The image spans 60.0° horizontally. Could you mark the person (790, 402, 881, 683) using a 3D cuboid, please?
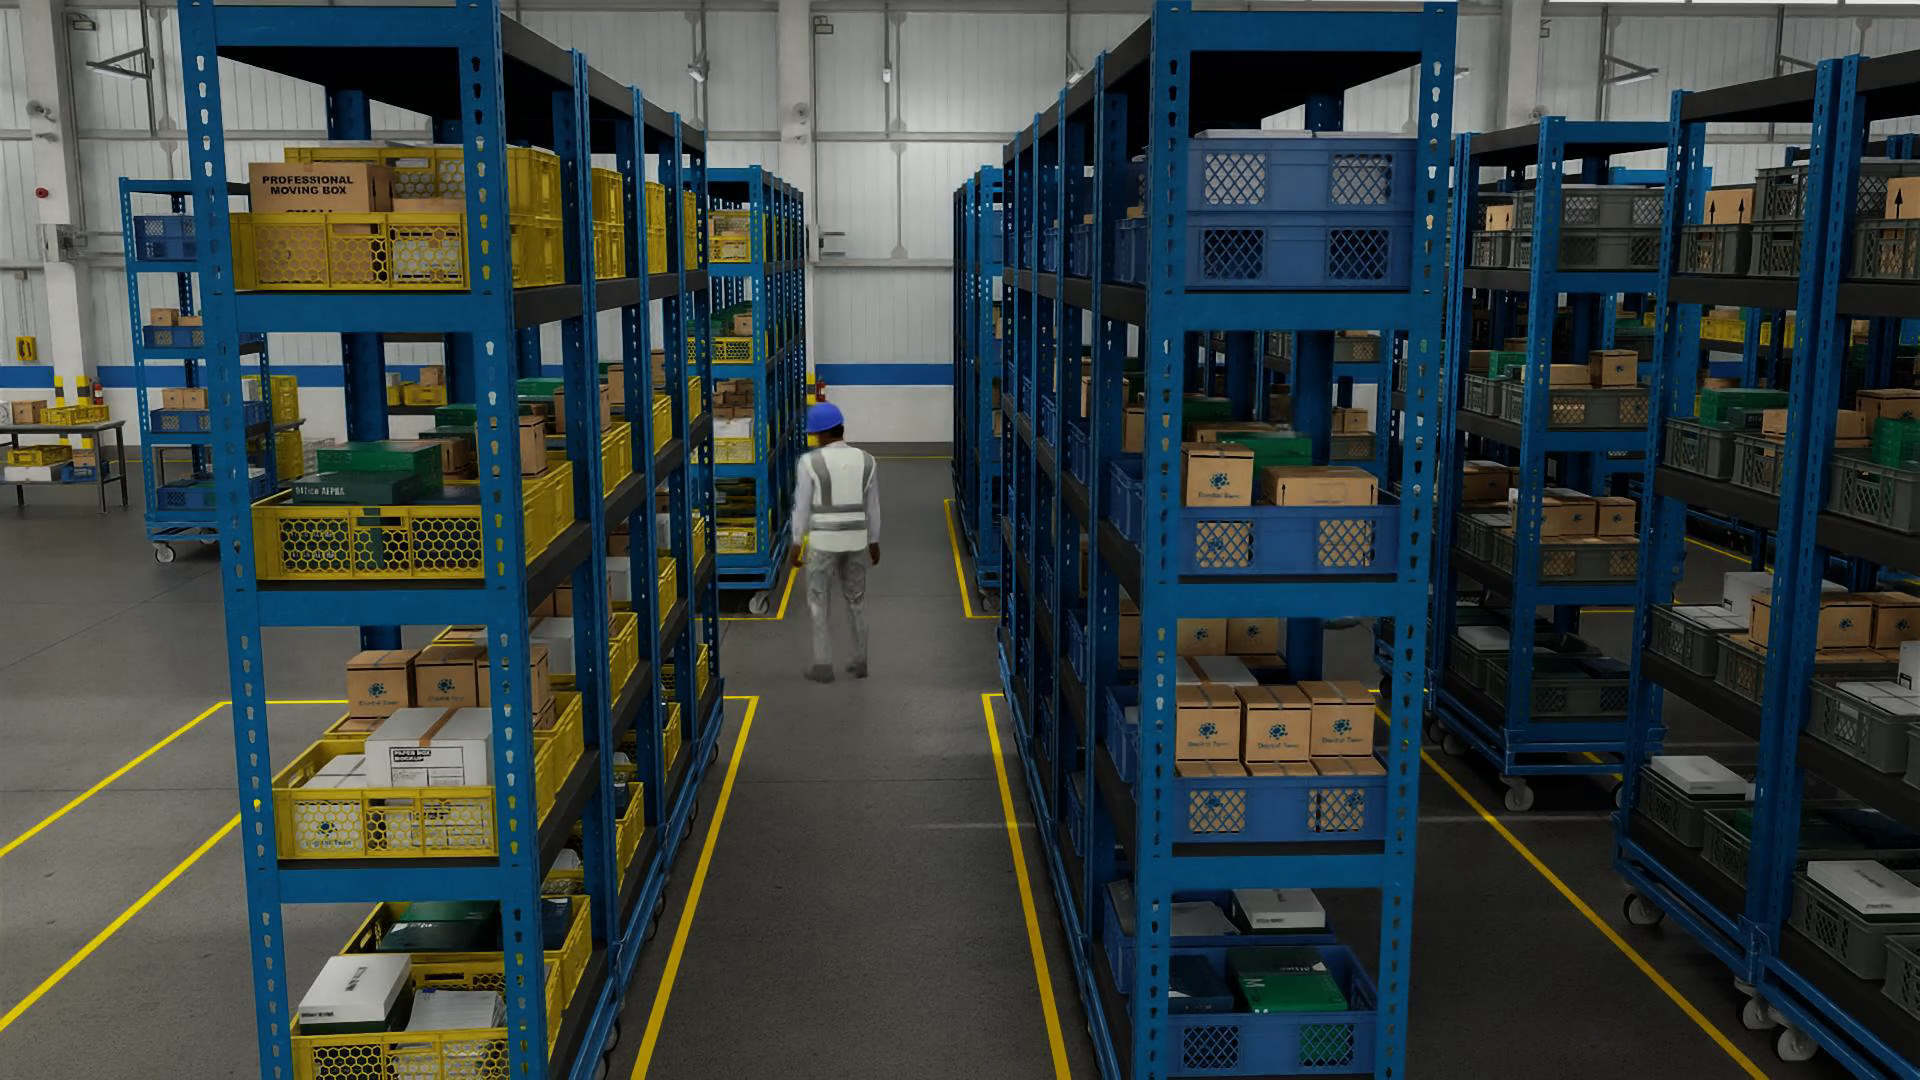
[{"bbox_3d":[-0.841,0.014,11.439,0.677,1.926,0.448,-7,12,-35],"label":"person"}]

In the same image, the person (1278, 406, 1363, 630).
[{"bbox_3d":[2.666,-0.187,12.990,0.940,1.783,0.643,3,10,17],"label":"person"}]
